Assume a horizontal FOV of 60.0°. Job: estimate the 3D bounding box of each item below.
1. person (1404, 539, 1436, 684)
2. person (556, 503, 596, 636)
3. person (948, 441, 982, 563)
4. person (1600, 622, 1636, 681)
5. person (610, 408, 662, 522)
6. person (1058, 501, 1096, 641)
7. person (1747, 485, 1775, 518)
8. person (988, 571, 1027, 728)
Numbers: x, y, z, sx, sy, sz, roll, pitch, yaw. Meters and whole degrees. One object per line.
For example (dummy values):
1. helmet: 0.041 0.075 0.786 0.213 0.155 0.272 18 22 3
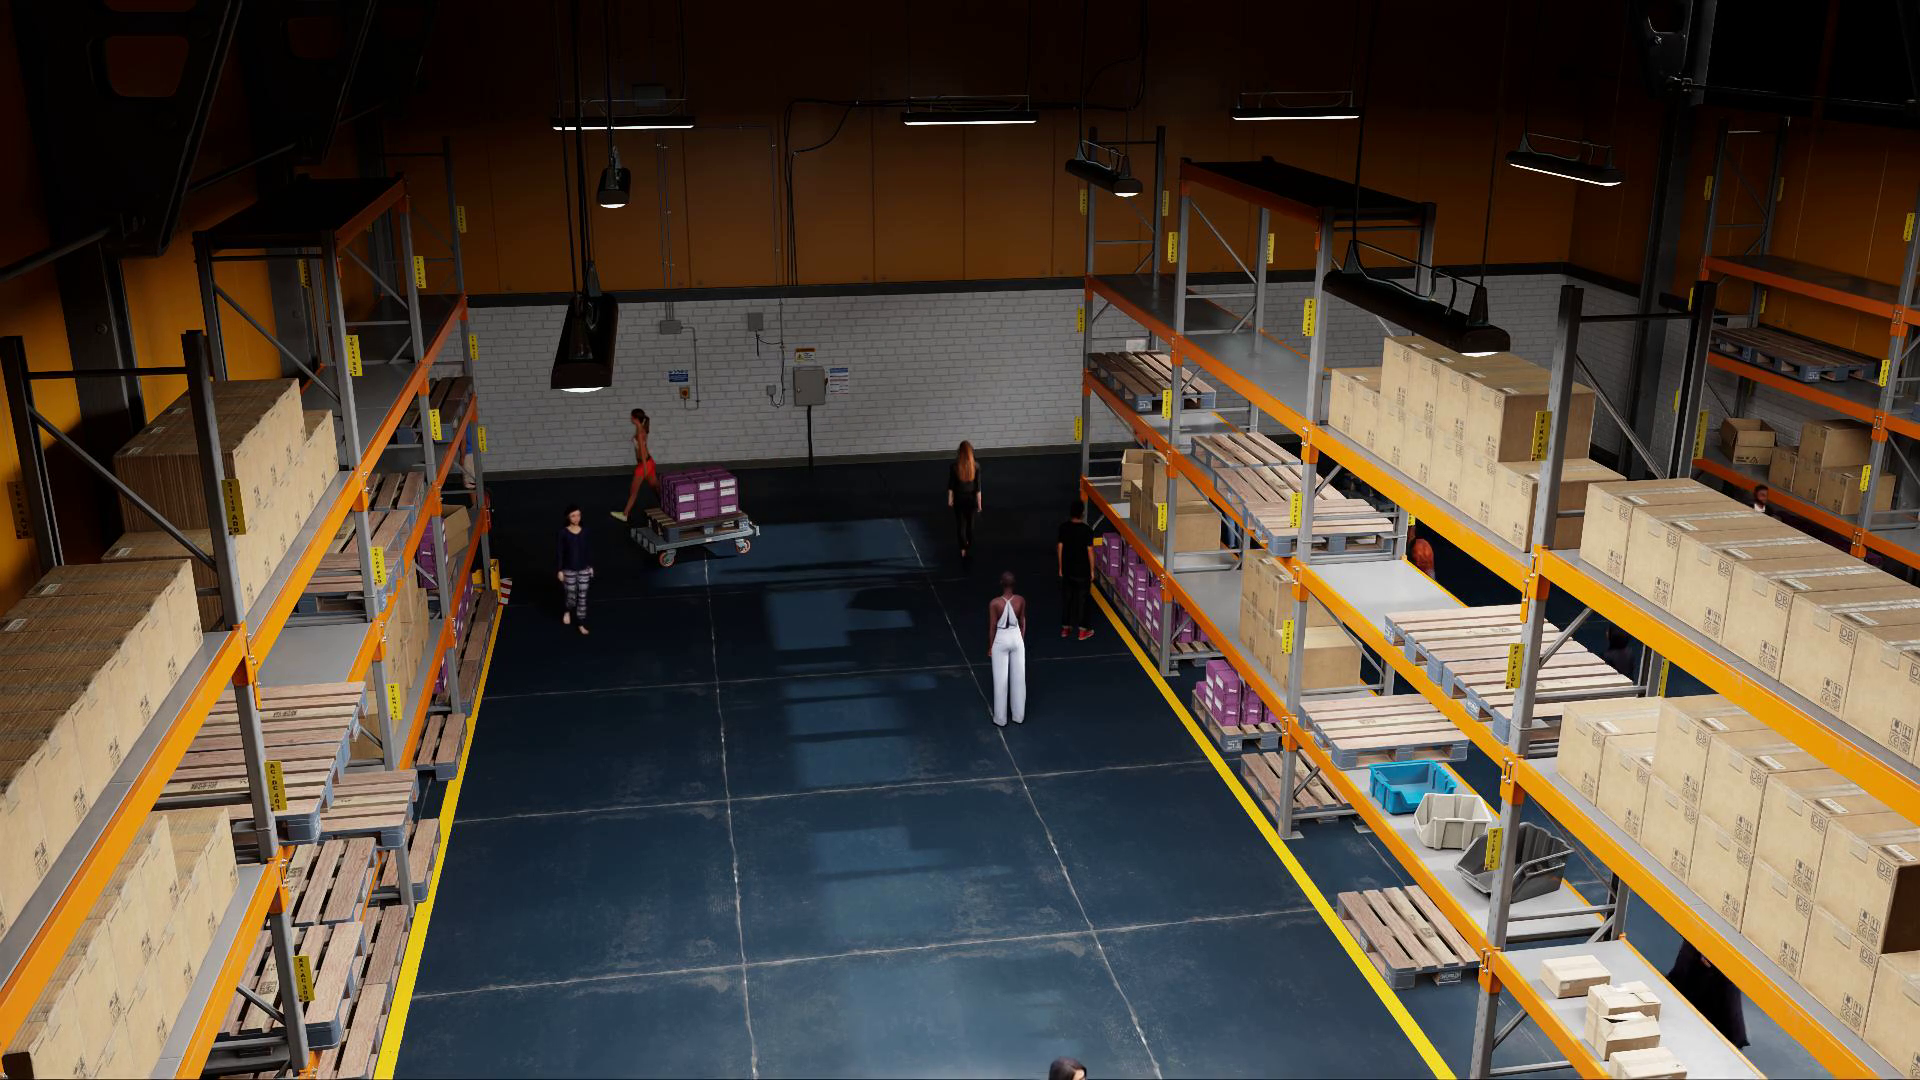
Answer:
1. person: 5.293 0.871 19.085 0.681 1.764 0.731 -11 22 -29
2. person: -4.829 0.326 20.779 0.762 1.716 0.856 -12 22 -32
3. person: 0.062 -0.510 23.335 0.729 1.669 1.163 0 19 -1
4. person: 6.671 1.663 16.866 0.710 1.679 0.808 -9 20 -24
5. person: -4.625 -1.079 24.897 0.815 1.750 1.100 0 19 1
6. person: 1.438 0.365 20.601 0.707 1.756 0.735 9 21 26
7. person: 10.035 0.130 21.321 0.694 1.741 1.240 -2 19 -7
8. person: 0.521 1.184 18.123 0.600 1.786 0.525 -6 20 -18
